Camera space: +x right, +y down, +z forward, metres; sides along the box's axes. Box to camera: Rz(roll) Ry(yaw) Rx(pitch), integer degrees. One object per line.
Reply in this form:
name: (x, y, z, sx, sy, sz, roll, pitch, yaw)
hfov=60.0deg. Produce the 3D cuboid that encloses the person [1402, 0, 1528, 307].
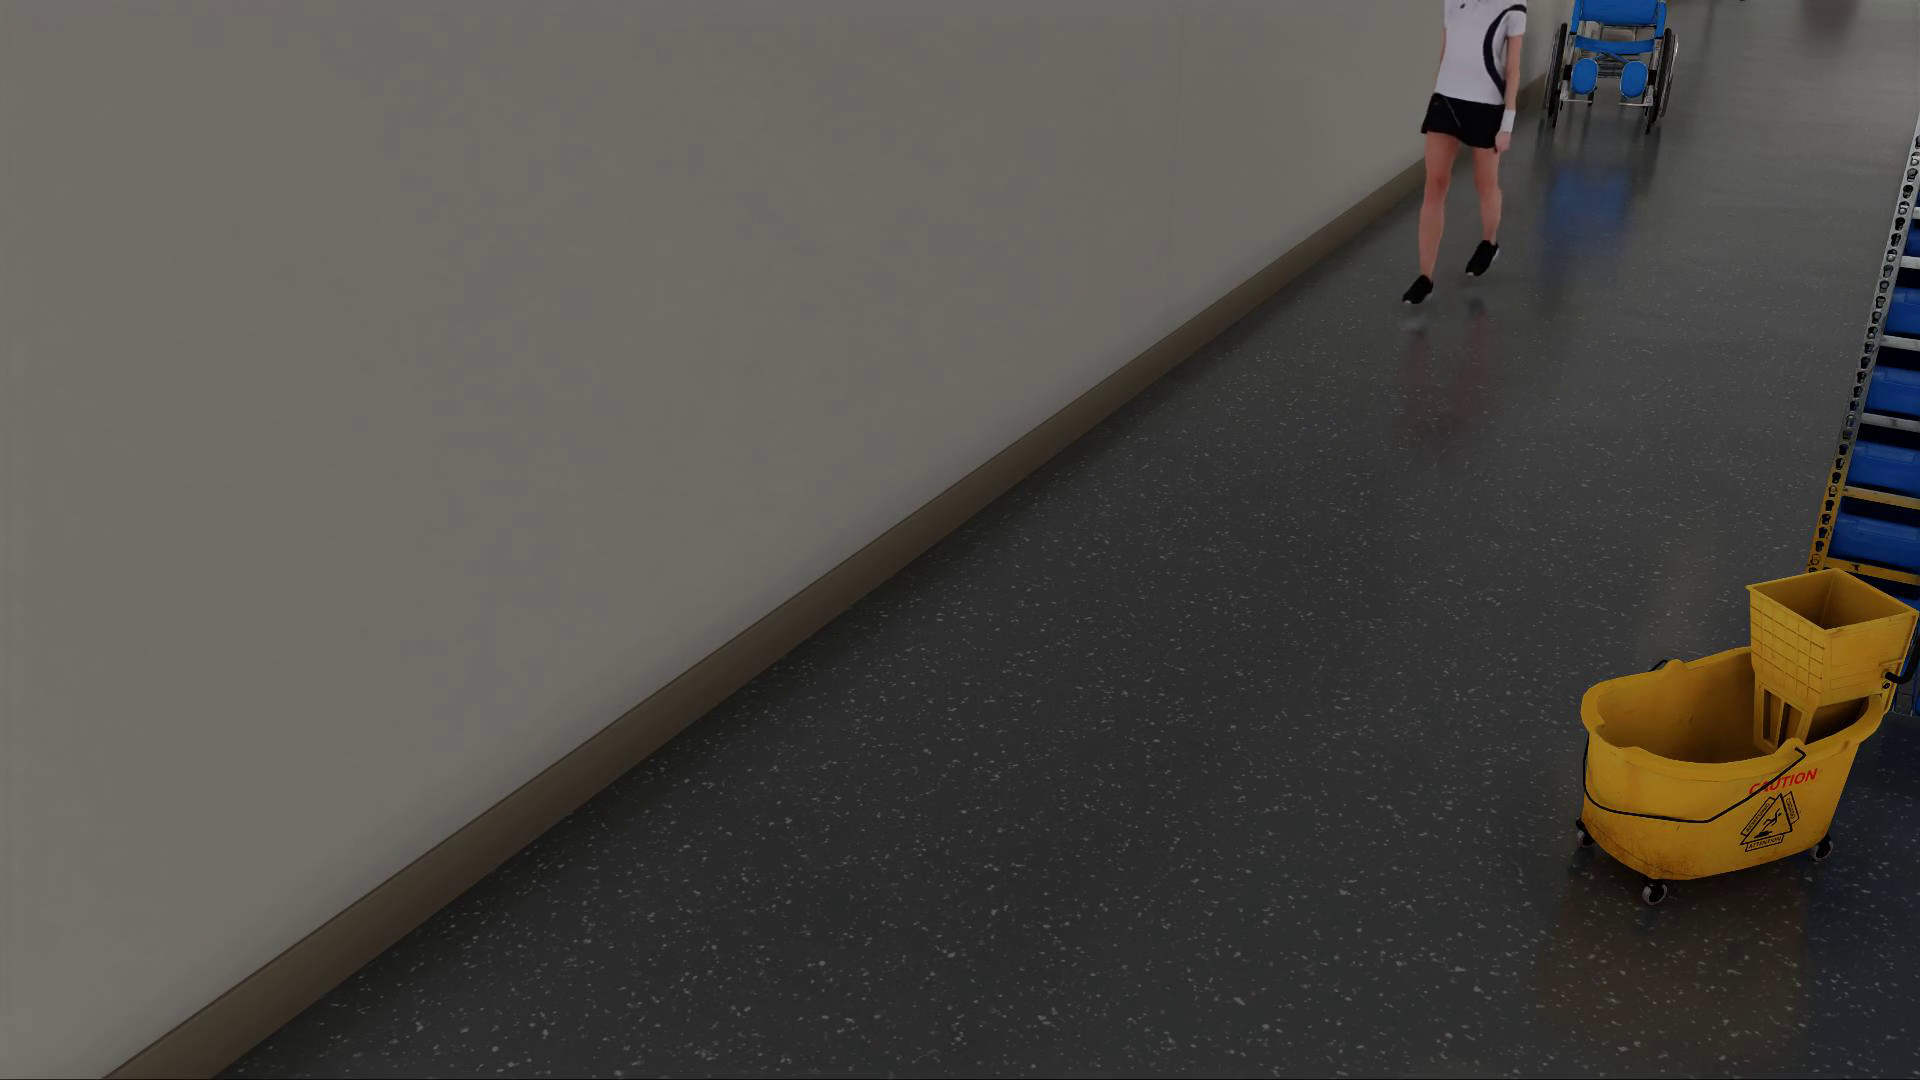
person: (2.444, -1.993, 7.824, 1.091, 1.711, 0.717, 18, 31, 32)
